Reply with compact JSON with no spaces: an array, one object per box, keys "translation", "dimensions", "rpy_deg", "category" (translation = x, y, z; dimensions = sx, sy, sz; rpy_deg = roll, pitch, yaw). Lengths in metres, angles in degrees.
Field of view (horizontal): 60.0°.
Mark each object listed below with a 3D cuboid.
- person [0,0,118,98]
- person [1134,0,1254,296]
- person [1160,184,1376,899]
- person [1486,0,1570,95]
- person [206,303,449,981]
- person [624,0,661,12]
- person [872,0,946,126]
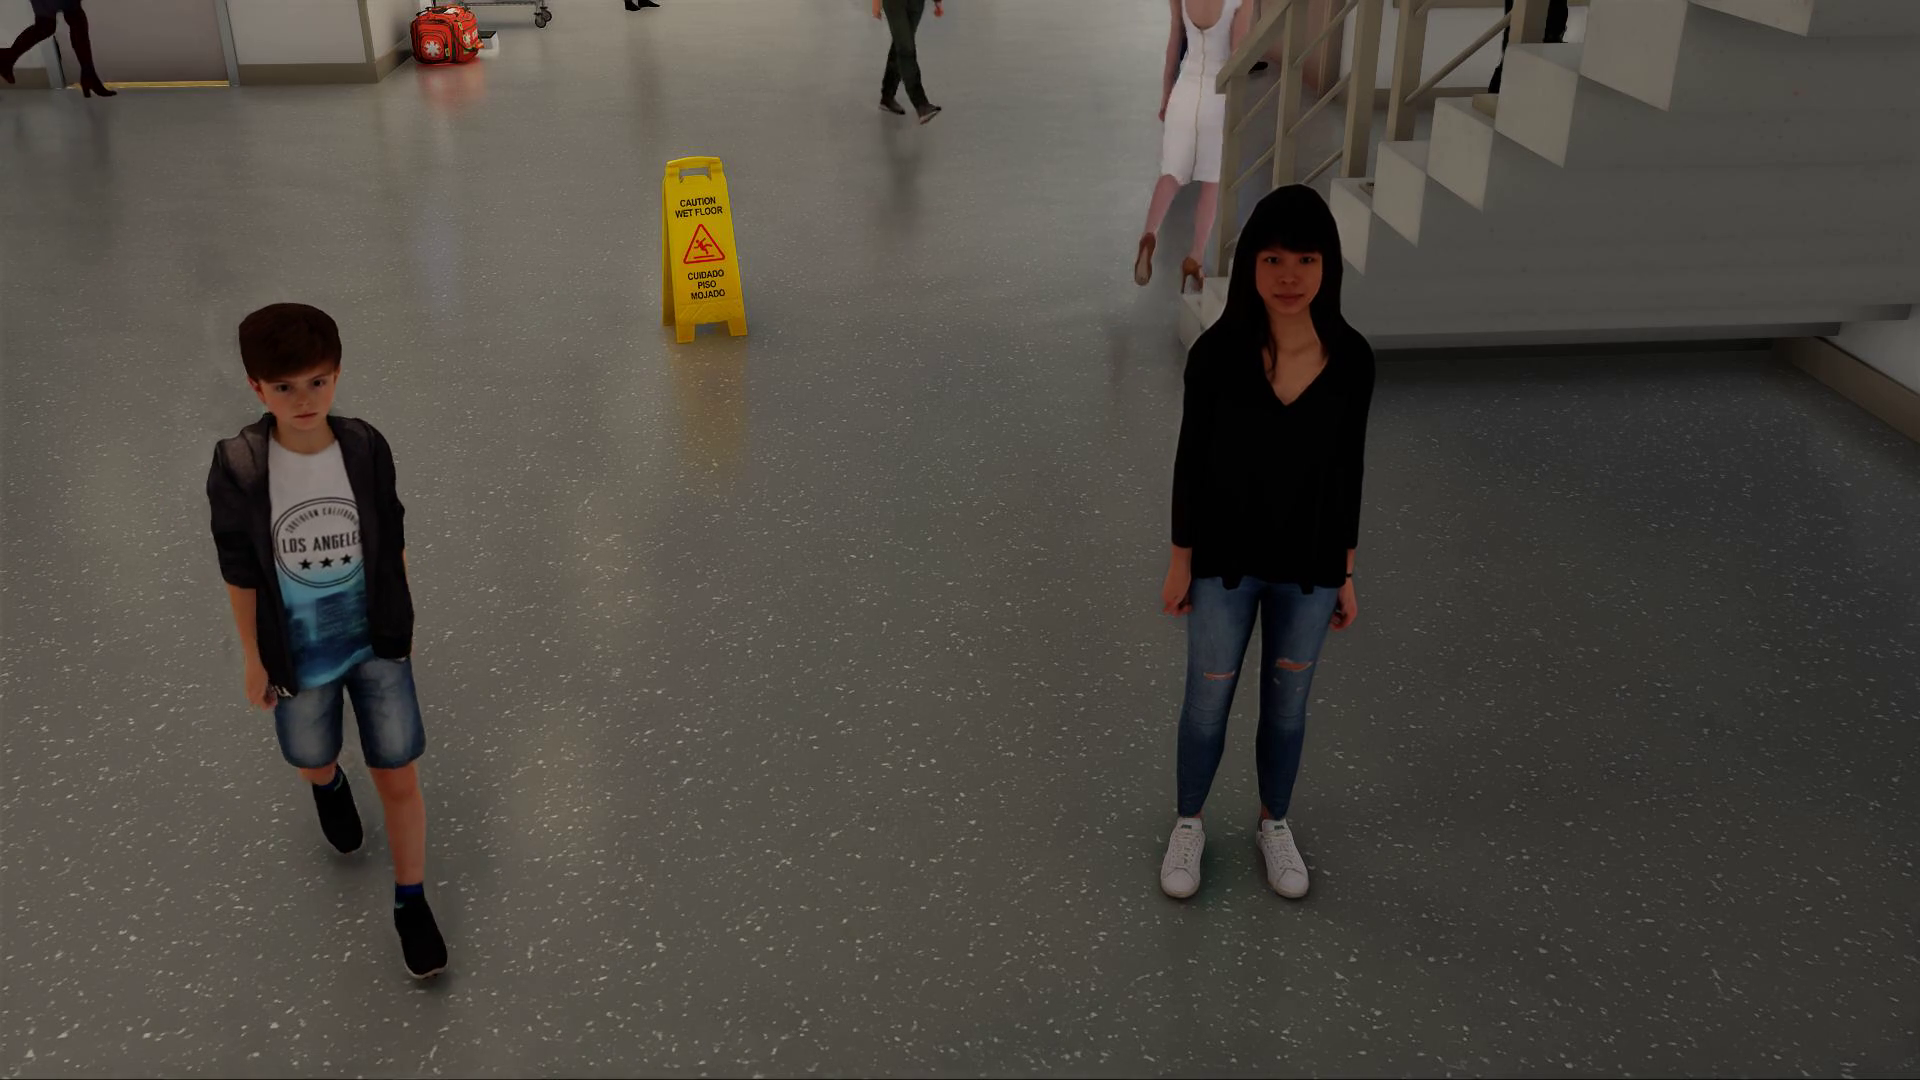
[{"translation":[-6.664,-4.020,11.998],"dimensions":[0.666,1.684,0.972],"rpy_deg":[-1,26,-2],"category":"person"},{"translation":[1.050,-1.909,7.514],"dimensions":[0.940,1.776,1.037],"rpy_deg":[18,31,33],"category":"person"},{"translation":[0.665,0.036,3.631],"dimensions":[0.595,1.646,0.541],"rpy_deg":[1,26,1],"category":"person"},{"translation":[3.036,-2.404,8.683],"dimensions":[0.881,1.652,1.041],"rpy_deg":[-10,28,-20],"category":"person"},{"translation":[-1.363,0.191,3.568],"dimensions":[0.789,1.421,1.031],"rpy_deg":[-13,29,-26],"category":"person"},{"translation":[-3.179,-6.094,16.190],"dimensions":[0.717,1.779,0.620],"rpy_deg":[15,29,28],"category":"person"},{"translation":[-0.430,-3.688,11.395],"dimensions":[0.942,1.611,1.175],"rpy_deg":[-16,30,-30],"category":"person"}]
